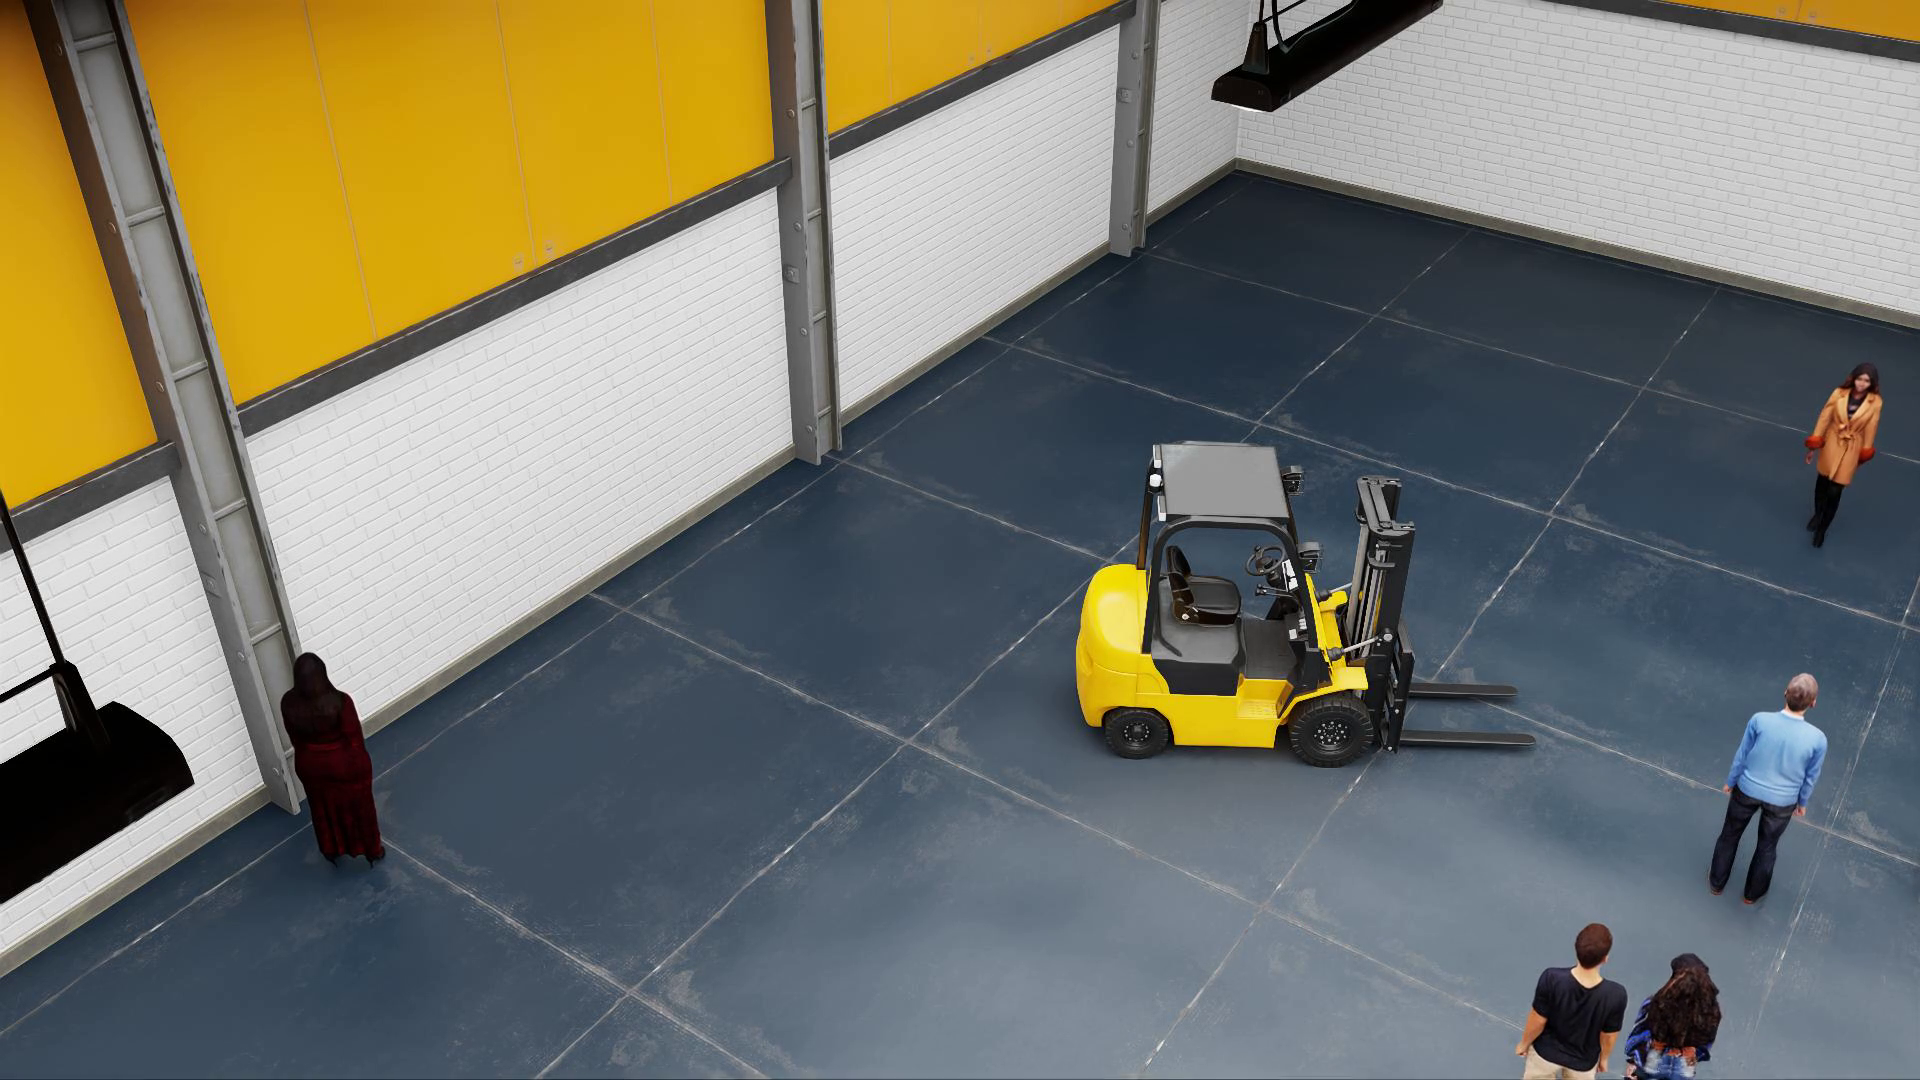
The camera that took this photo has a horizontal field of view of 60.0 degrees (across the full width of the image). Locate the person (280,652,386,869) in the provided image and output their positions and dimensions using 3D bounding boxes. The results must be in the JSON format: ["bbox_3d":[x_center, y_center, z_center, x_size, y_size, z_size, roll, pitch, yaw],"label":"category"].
[{"bbox_3d":[-4.236,1.504,11.206,0.786,1.757,0.823,0,34,-1],"label":"person"}]

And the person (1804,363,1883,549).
[{"bbox_3d":[7.803,-0.820,14.750,0.714,1.704,0.793,25,41,33],"label":"person"}]

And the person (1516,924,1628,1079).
[{"bbox_3d":[3.326,2.822,9.134,0.695,1.855,0.649,9,35,13],"label":"person"}]

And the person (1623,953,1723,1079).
[{"bbox_3d":[3.895,2.963,9.172,0.789,1.579,1.108,11,35,16],"label":"person"}]

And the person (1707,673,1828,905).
[{"bbox_3d":[5.316,1.636,10.954,0.672,1.817,0.572,18,38,25],"label":"person"}]
